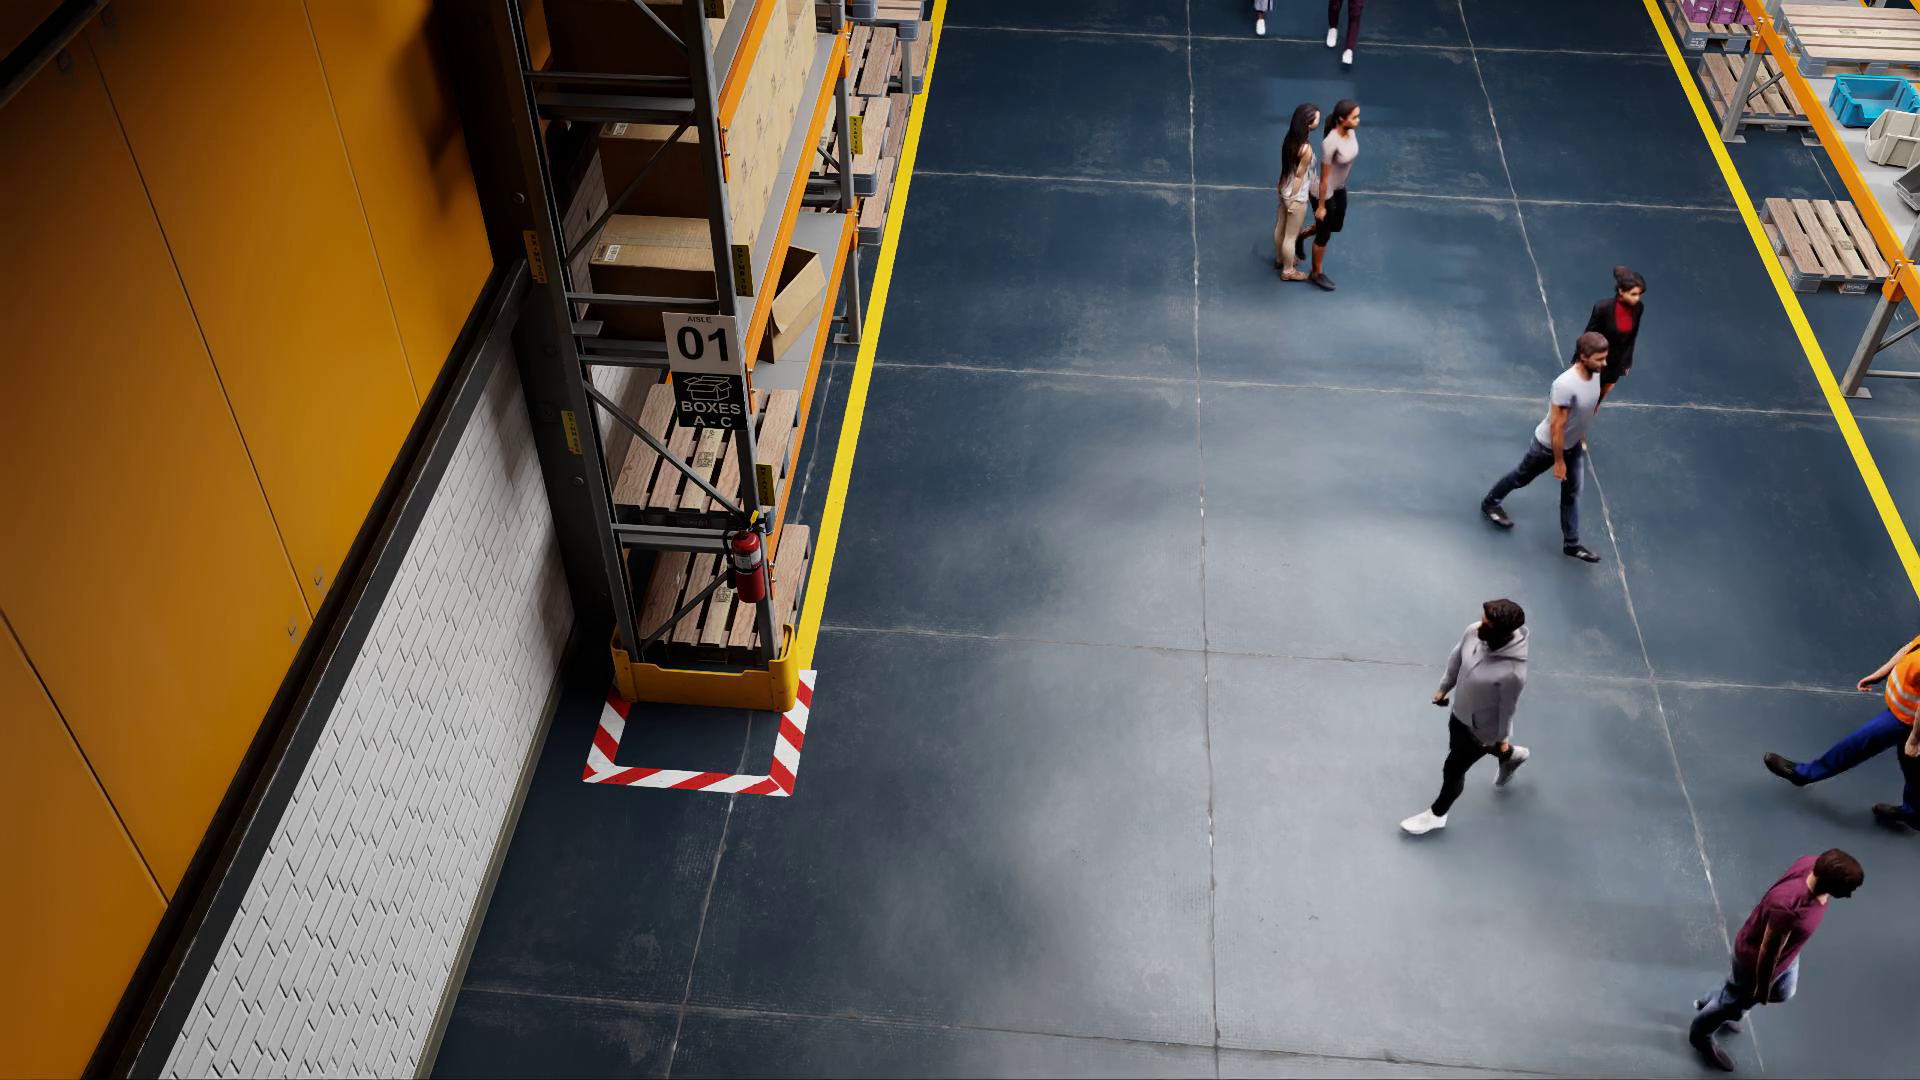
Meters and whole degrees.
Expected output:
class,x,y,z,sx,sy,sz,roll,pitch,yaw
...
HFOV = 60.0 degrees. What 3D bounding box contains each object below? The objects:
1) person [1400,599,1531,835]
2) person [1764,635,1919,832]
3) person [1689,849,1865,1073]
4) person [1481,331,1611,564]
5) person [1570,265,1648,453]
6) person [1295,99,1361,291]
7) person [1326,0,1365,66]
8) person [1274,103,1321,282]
class,x,y,z,sx,sy,sz,roll,pitch,yaw
person,3.138,1.010,9.768,1.037,1.899,1.178,-12,45,-12
person,5.700,1.037,9.785,1.122,1.836,1.254,23,48,22
person,4.140,2.100,8.674,0.785,1.828,0.861,-33,52,-30
person,4.079,-0.708,11.630,1.140,1.818,1.219,-28,50,-26
person,4.760,-1.347,12.439,0.663,1.626,0.694,-7,44,-8
person,3.043,-2.943,14.037,0.933,1.733,0.909,31,51,28
person,4.002,-5.838,17.070,0.723,1.741,1.126,8,44,8
person,2.818,-2.944,14.096,0.676,1.653,0.614,-27,50,-25
